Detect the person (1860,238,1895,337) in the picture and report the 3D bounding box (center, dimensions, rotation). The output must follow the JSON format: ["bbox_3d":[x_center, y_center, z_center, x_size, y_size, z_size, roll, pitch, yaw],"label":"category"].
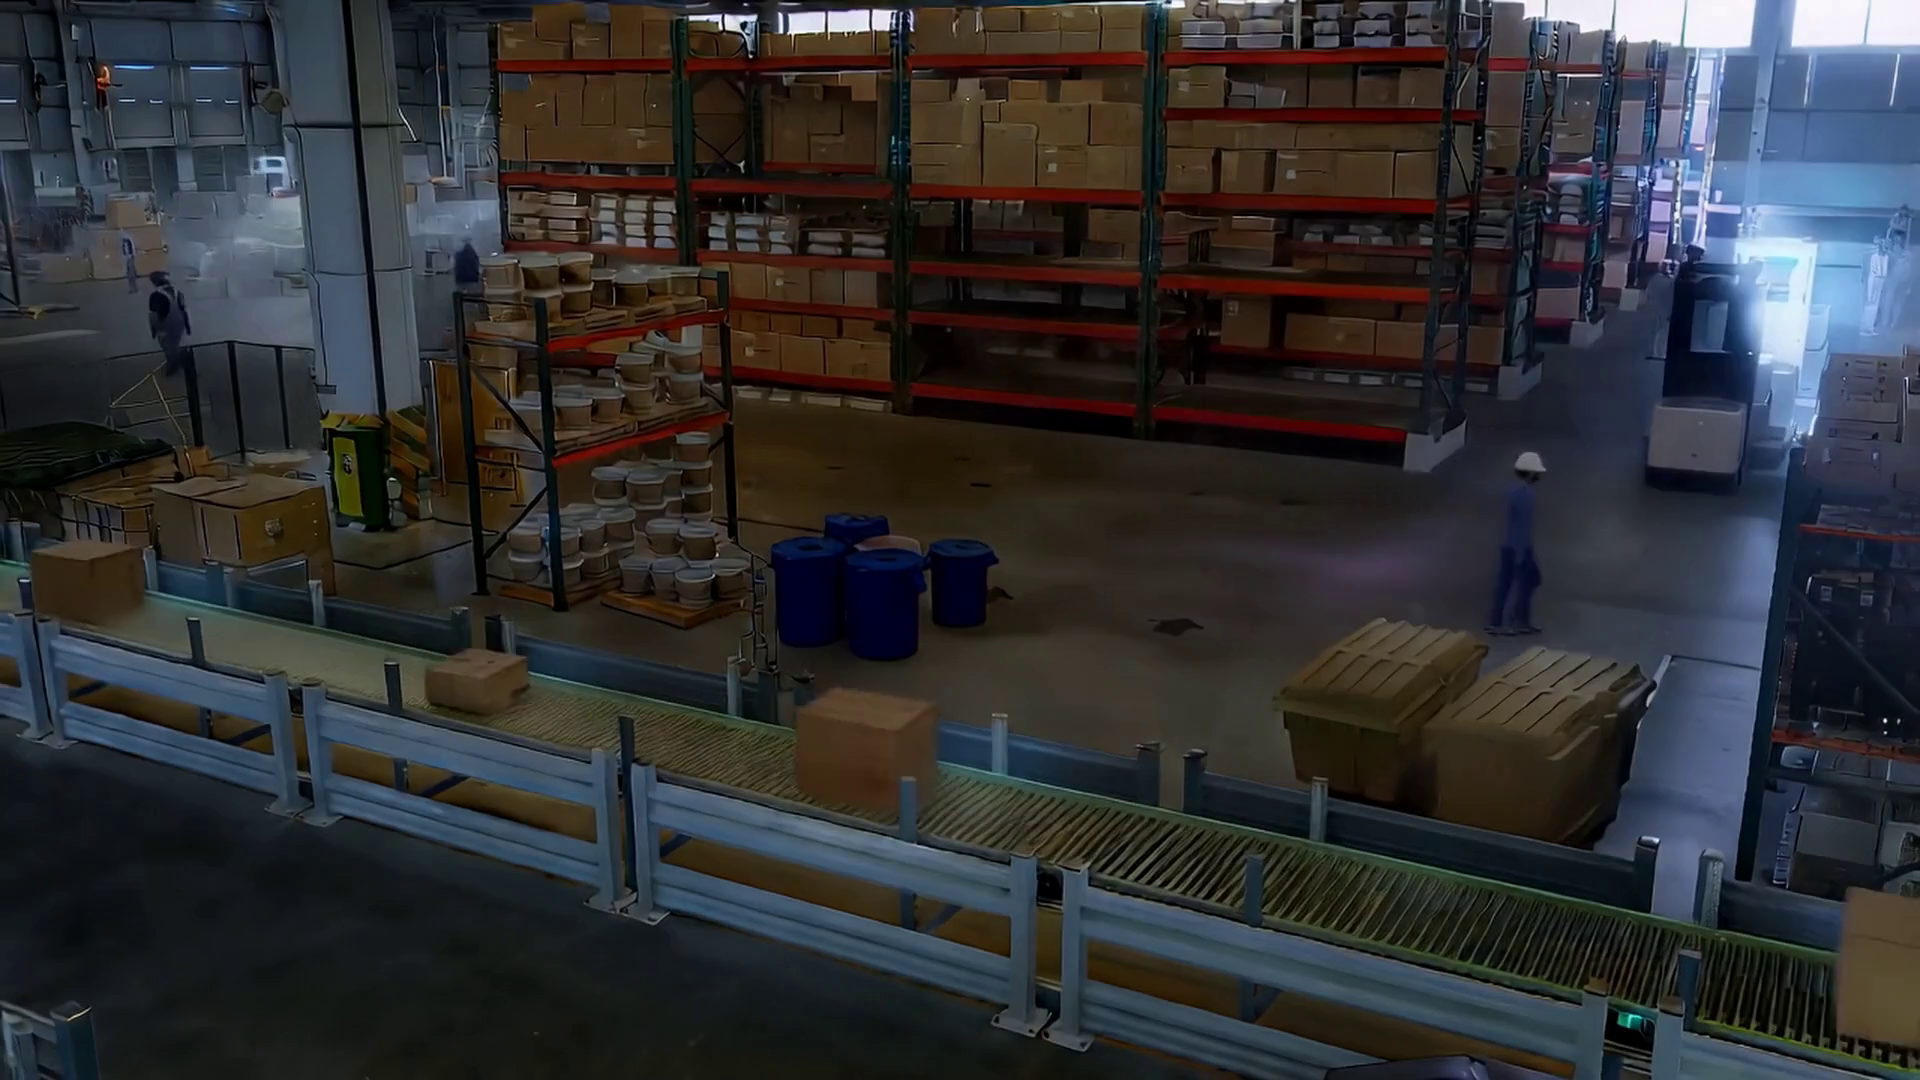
[{"bbox_3d":[18.954,-5.209,34.317,0.601,2.035,0.408,-14,20,-42],"label":"person"}]

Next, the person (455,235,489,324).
[{"bbox_3d":[-10.621,-5.641,36.129,0.624,1.931,1.063,8,17,28],"label":"person"}]

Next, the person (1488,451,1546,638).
[{"bbox_3d":[5.124,0.058,15.050,0.599,1.745,0.543,9,17,31],"label":"person"}]

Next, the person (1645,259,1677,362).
[{"bbox_3d":[13.167,-4.291,31.118,0.400,1.901,0.643,-5,16,-18],"label":"person"}]

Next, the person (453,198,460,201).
[{"bbox_3d":[-16.472,-10.385,54.522,0.515,1.636,0.315,13,20,40],"label":"person"}]

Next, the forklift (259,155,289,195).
[{"bbox_3d":[-24.419,-12.329,59.450,1.129,2.768,1.873,-6,16,-23],"label":"forklift"}]

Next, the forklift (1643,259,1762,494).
[{"bbox_3d":[9.510,-2.140,21.144,1.129,2.768,1.873,8,17,28],"label":"forklift"}]

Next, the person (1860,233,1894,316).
[{"bbox_3d":[20.773,-6.018,37.694,0.664,1.864,0.998,9,17,30],"label":"person"}]

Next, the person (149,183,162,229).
[{"bbox_3d":[-30.235,-12.553,62.557,0.318,1.696,0.538,3,15,10],"label":"person"}]

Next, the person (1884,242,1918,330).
[{"bbox_3d":[19.986,-5.409,35.432,0.630,1.844,1.065,6,16,23],"label":"person"}]

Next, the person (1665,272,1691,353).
[{"bbox_3d":[13.839,-4.412,31.943,0.315,1.700,0.541,-1,15,-3],"label":"person"}]

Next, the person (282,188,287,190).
[{"bbox_3d":[-22.641,-10.957,56.235,0.989,1.859,0.558,-10,18,-33],"label":"person"}]

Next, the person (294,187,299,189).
[{"bbox_3d":[-22.064,-10.808,55.566,0.661,1.932,0.446,12,19,39],"label":"person"}]

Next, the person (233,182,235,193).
[{"bbox_3d":[-26.105,-12.035,60.218,0.719,1.904,0.655,-13,20,-41],"label":"person"}]

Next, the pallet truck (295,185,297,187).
[{"bbox_3d":[-26.804,-14.617,69.738,1.885,1.965,0.823,-14,20,-42],"label":"pallet truck"}]

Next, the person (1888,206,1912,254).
[{"bbox_3d":[27.221,-8.790,48.242,0.575,1.794,0.968,6,16,22],"label":"person"}]

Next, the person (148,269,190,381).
[{"bbox_3d":[-13.562,-3.698,28.611,0.926,2.000,0.700,5,16,18],"label":"person"}]

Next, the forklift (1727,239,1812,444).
[{"bbox_3d":[11.664,-2.935,24.132,1.129,2.768,1.873,8,17,27],"label":"forklift"}]

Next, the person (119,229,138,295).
[{"bbox_3d":[-20.808,-6.949,41.596,0.312,1.642,0.512,-2,15,-8],"label":"person"}]
